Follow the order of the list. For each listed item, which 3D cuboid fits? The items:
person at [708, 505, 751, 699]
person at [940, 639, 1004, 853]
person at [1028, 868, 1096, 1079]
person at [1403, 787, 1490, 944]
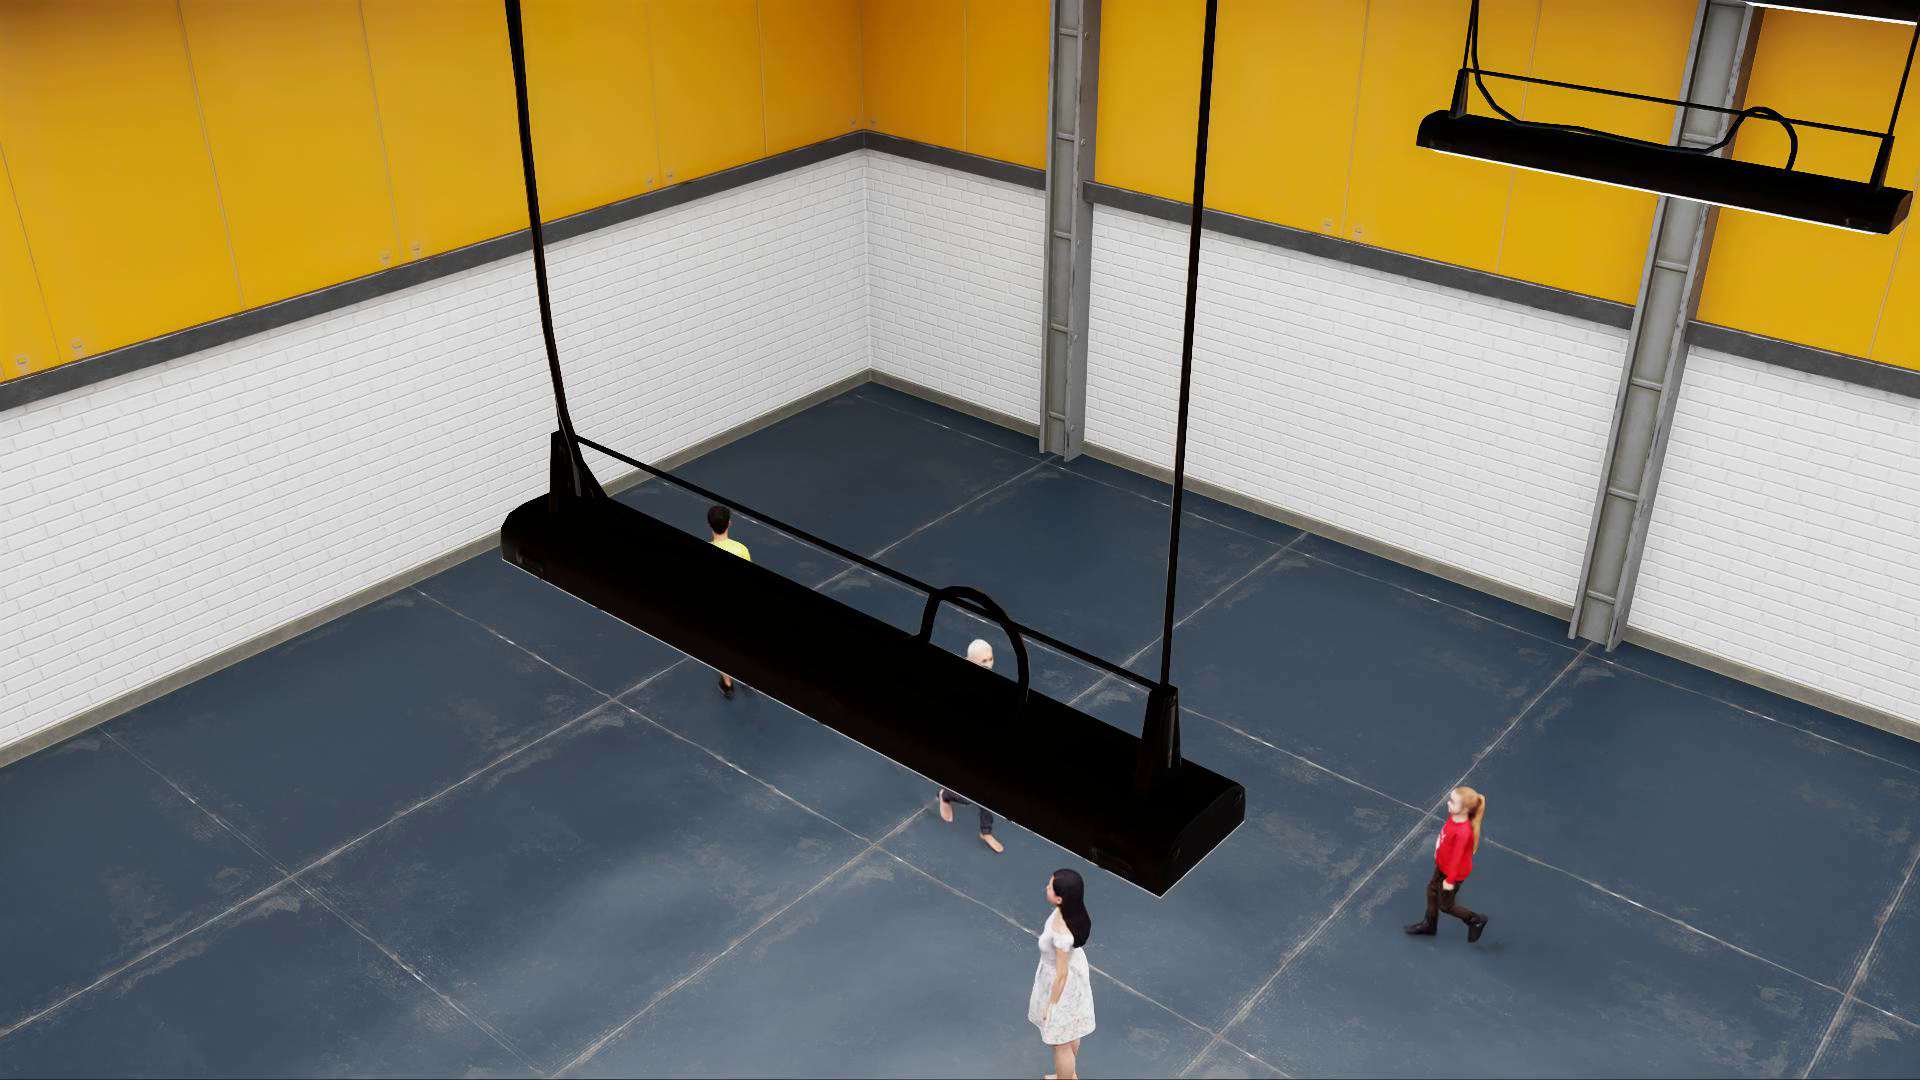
[{"bbox_3d":[-1.941,0.549,13.778,0.867,1.688,0.955,-9,30,-16],"label":"person"},{"bbox_3d":[0.079,1.453,12.095,0.739,1.714,0.905,-19,34,-31],"label":"person"},{"bbox_3d":[0.605,2.656,9.825,0.778,1.775,0.755,7,29,13],"label":"person"},{"bbox_3d":[3.352,2.208,11.173,0.831,1.271,0.745,1,29,1],"label":"person"}]
